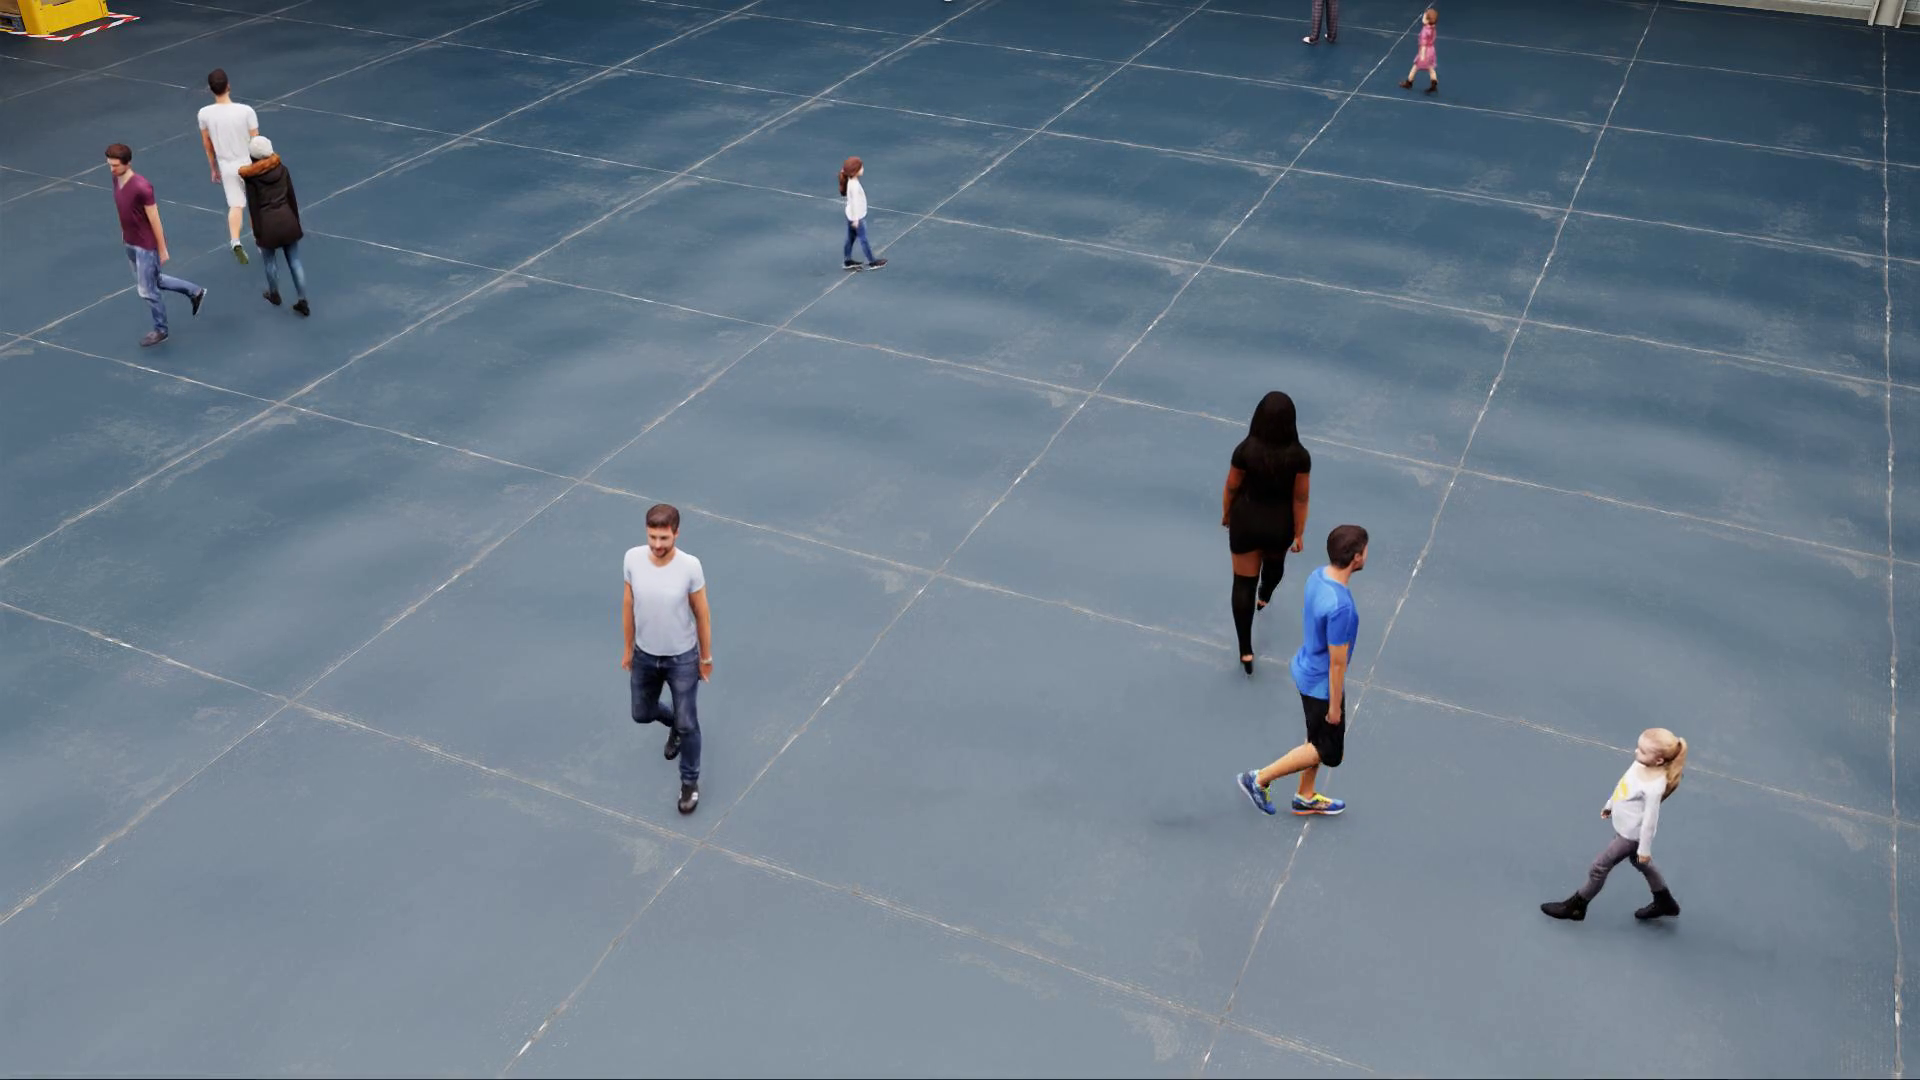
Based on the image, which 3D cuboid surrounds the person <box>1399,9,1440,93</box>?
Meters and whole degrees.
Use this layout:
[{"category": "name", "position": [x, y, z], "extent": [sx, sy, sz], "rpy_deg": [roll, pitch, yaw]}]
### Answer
[{"category": "person", "position": [5.771, -5.992, 20.445], "extent": [0.789, 1.006, 0.579], "rpy_deg": [27, 41, 36]}]

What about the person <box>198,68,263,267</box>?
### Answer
[{"category": "person", "position": [-6.819, -3.483, 15.688], "extent": [1.119, 1.837, 1.089], "rpy_deg": [-4, 32, -6]}]

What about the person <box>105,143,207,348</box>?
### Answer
[{"category": "person", "position": [-6.914, -2.567, 14.260], "extent": [0.958, 1.812, 0.992], "rpy_deg": [-28, 42, -36]}]

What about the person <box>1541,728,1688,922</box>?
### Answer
[{"category": "person", "position": [3.466, 1.462, 8.390], "extent": [0.940, 1.260, 0.589], "rpy_deg": [8, 33, 13]}]

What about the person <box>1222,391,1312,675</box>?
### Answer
[{"category": "person", "position": [1.845, 0.002, 10.193], "extent": [1.143, 1.806, 0.932], "rpy_deg": [5, 33, 8]}]

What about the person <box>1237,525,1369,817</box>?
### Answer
[{"category": "person", "position": [1.846, 0.767, 8.949], "extent": [0.996, 1.839, 0.858], "rpy_deg": [1, 32, 1]}]

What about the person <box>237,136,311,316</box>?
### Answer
[{"category": "person", "position": [-6.021, -2.754, 14.741], "extent": [0.942, 1.614, 0.805], "rpy_deg": [28, 41, 36]}]

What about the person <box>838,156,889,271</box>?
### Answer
[{"category": "person", "position": [-1.039, -3.089, 15.754], "extent": [0.727, 1.101, 0.646], "rpy_deg": [-6, 33, -10]}]

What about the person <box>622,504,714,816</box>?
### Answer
[{"category": "person", "position": [-1.613, 0.588, 9.217], "extent": [0.901, 1.856, 0.878], "rpy_deg": [5, 33, 7]}]

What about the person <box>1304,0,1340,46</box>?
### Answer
[{"category": "person", "position": [4.887, -7.576, 22.146], "extent": [0.720, 1.871, 0.800], "rpy_deg": [-9, 33, -14]}]
